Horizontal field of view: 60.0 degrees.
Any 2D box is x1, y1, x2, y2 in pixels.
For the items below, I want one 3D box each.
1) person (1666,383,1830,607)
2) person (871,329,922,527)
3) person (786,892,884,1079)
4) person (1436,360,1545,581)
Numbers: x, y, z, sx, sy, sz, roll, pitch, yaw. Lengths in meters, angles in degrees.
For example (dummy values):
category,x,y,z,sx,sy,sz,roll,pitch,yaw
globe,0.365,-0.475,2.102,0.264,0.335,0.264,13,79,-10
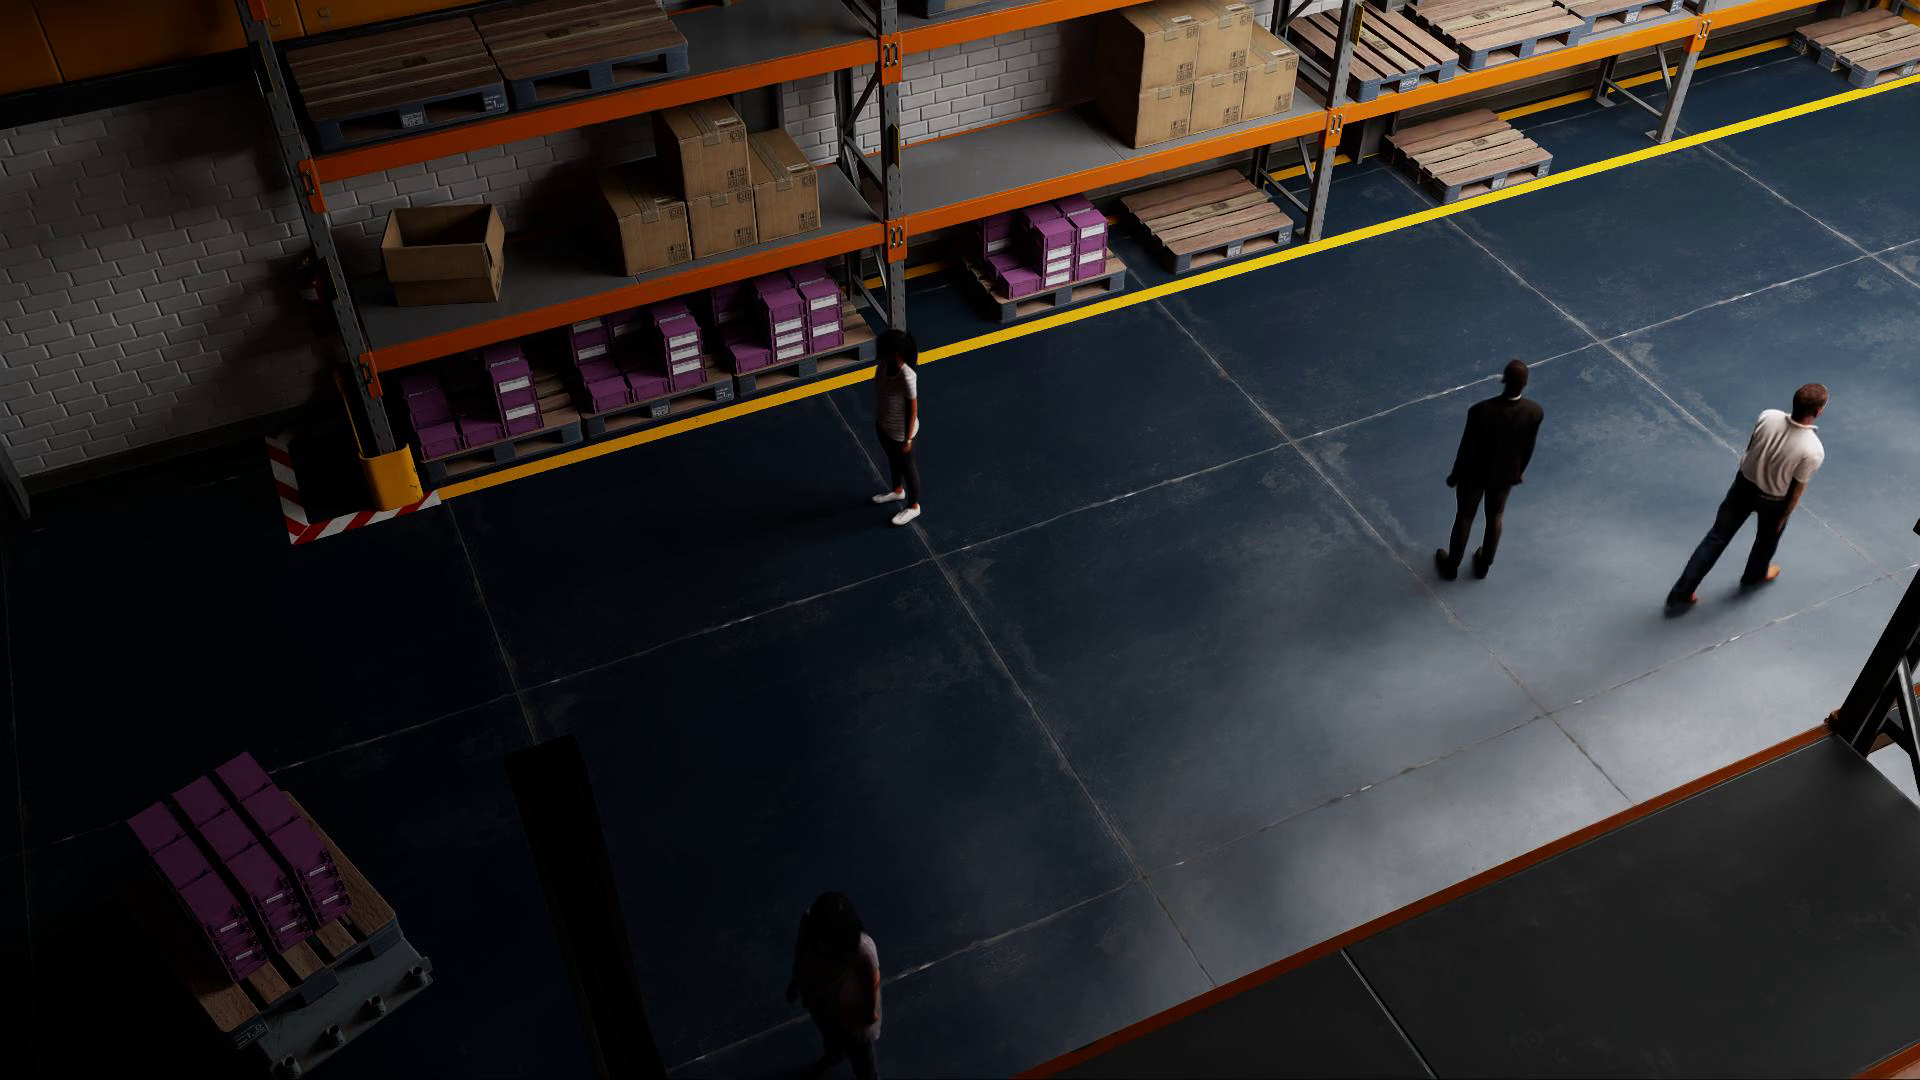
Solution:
category,x,y,z,sx,sy,sz,roll,pitch,yaw
person,5.152,-0.254,10.893,1.235,1.816,0.755,-21,48,-21
person,-0.430,-0.814,11.607,0.534,1.643,0.580,-21,48,-21
person,-0.599,2.252,8.417,0.749,1.604,0.783,28,50,26
person,3.542,-0.451,11.110,0.645,1.802,0.794,-1,44,-1
